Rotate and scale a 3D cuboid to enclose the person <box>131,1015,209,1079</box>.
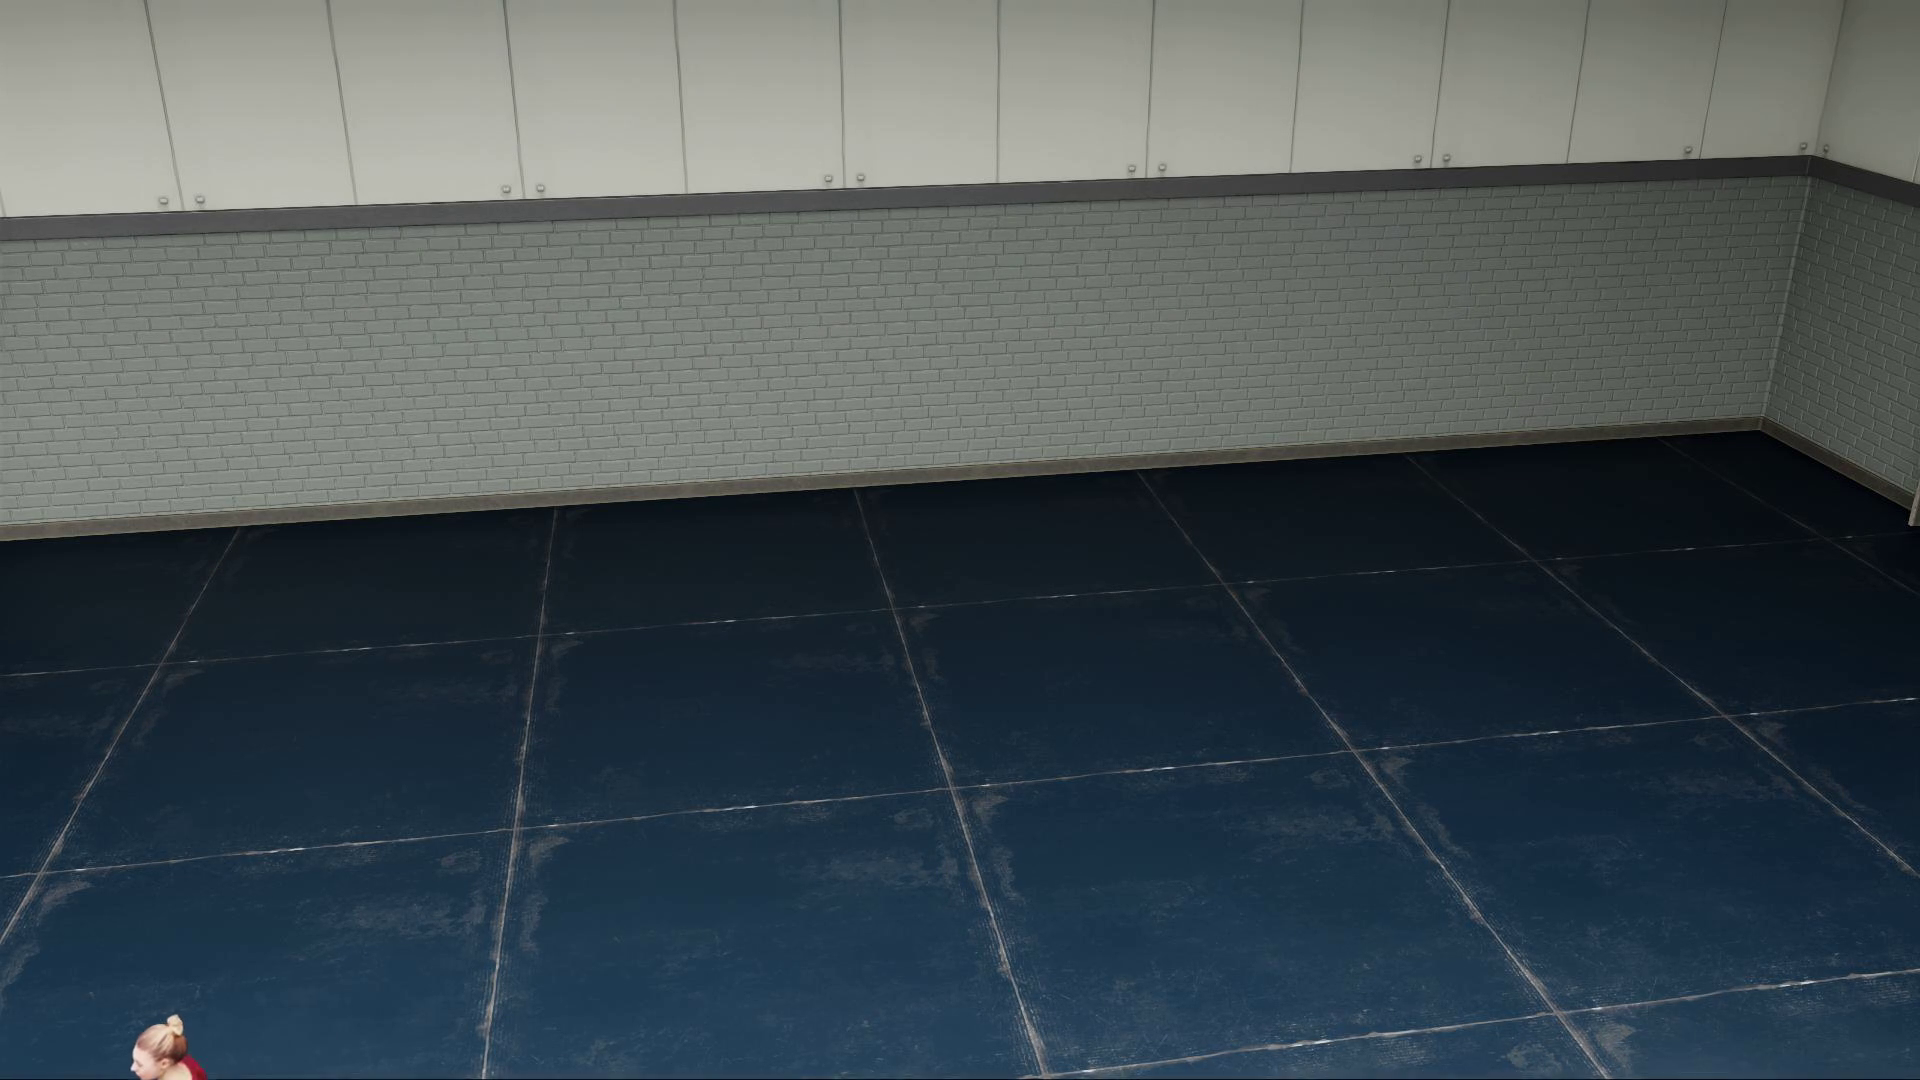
[{"bbox_3d":[-3.224,2.771,7.197,0.815,1.683,0.853,-10,25,-22],"label":"person"}]
